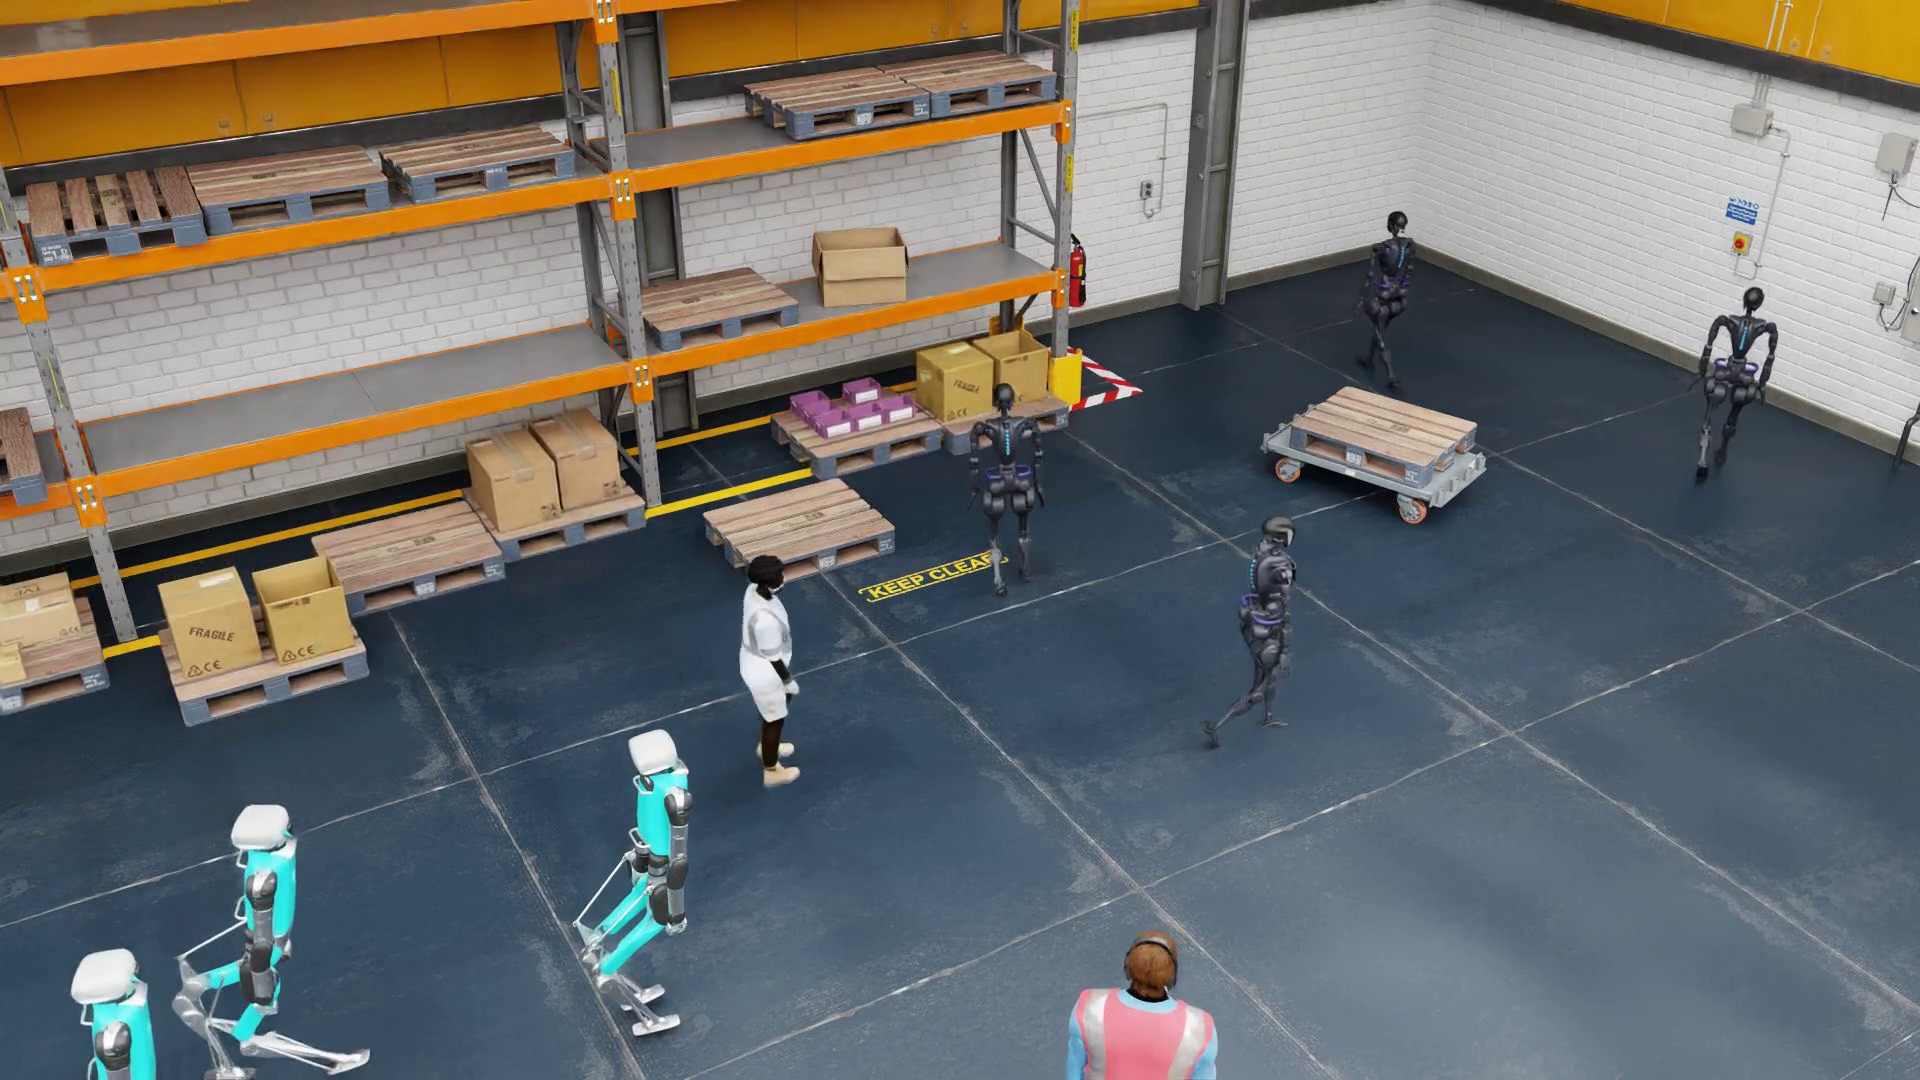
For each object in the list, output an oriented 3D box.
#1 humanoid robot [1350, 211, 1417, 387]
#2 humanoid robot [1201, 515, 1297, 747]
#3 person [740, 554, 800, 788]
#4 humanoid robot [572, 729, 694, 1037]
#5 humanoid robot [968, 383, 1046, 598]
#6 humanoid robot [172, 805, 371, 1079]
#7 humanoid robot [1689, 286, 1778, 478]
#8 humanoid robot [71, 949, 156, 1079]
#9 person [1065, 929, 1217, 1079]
[{"bbox_3d":[4.014,-2.275,15.637,0.600,1.647,0.788,-14,32,-23],"label":"humanoid robot"},{"bbox_3d":[1.872,0.563,10.573,0.677,1.636,0.585,-7,30,-12],"label":"humanoid robot"},{"bbox_3d":[-1.157,0.784,10.161,0.378,1.672,0.573,-6,30,-11],"label":"person"},{"bbox_3d":[-1.664,1.758,8.273,0.746,1.693,0.530,-16,33,-26],"label":"humanoid robot"},{"bbox_3d":[0.361,-0.353,12.187,0.584,1.642,0.562,-4,30,-6],"label":"humanoid robot"},{"bbox_3d":[-3.465,2.023,7.921,1.026,1.727,0.539,-5,30,-9],"label":"humanoid robot"},{"bbox_3d":[6.458,-1.321,13.938,0.600,1.655,0.737,13,32,21],"label":"humanoid robot"},{"bbox_3d":[-3.634,2.500,7.043,0.963,1.732,0.549,-10,31,-17],"label":"humanoid robot"},{"bbox_3d":[0.759,2.415,7.114,0.635,1.834,0.430,6,30,11],"label":"person"}]
